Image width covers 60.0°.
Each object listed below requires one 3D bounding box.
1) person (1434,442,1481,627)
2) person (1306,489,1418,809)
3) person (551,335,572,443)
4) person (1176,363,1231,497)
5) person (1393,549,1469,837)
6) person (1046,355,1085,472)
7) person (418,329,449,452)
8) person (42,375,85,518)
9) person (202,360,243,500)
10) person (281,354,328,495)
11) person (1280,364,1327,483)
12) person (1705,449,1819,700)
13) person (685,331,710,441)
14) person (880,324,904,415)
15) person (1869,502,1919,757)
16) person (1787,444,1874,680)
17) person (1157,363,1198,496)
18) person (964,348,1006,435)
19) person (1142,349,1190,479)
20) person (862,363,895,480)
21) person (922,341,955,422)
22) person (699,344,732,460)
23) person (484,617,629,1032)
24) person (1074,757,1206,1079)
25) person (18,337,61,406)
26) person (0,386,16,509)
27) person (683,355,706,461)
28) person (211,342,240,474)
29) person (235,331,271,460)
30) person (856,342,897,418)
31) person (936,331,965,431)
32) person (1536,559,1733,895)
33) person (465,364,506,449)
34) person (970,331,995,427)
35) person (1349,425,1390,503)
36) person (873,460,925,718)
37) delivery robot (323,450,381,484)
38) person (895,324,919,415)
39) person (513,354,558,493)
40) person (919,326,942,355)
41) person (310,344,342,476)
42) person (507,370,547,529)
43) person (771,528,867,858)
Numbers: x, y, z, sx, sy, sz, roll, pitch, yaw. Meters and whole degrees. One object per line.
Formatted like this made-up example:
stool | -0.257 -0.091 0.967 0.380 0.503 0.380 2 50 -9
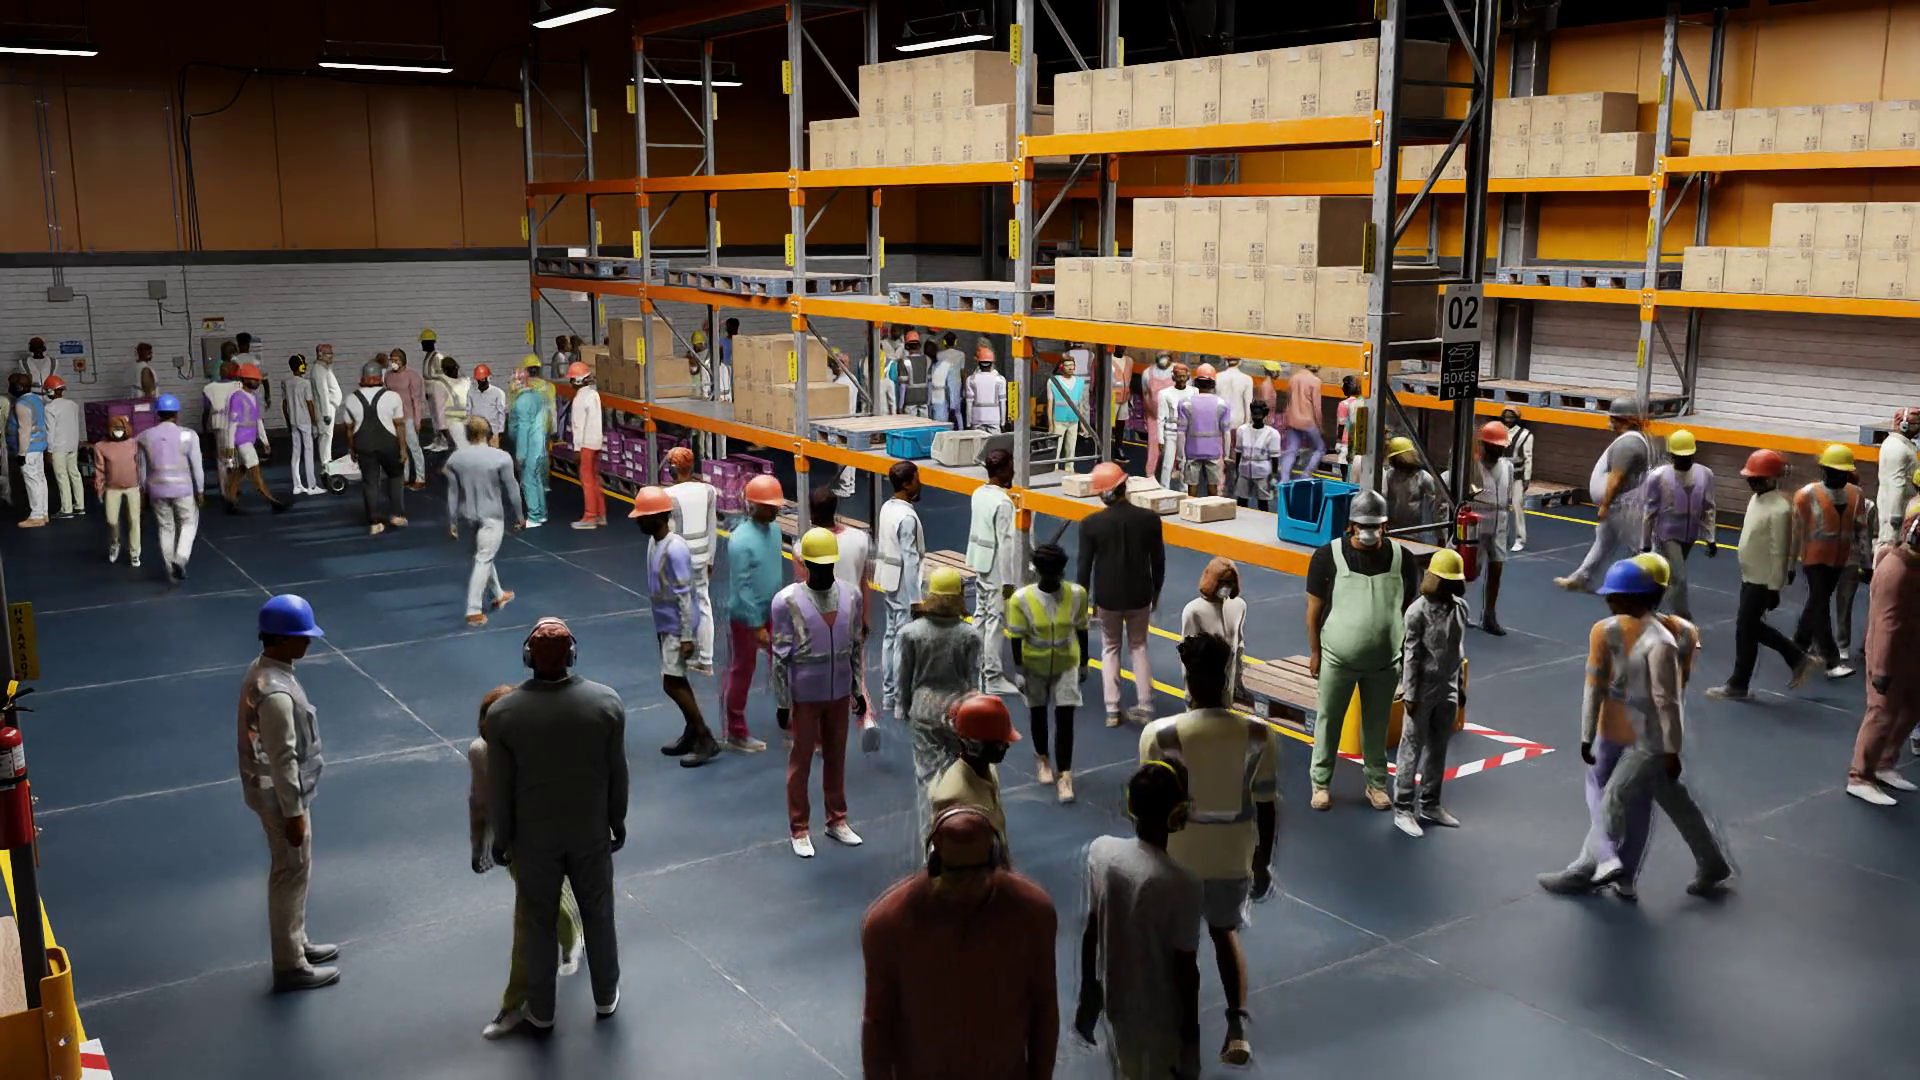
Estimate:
person | 4.475 -0.060 14.899 0.559 1.751 0.326 -7 13 -33
person | 2.507 0.685 10.346 0.682 2.000 0.536 0 11 2
person | -6.283 -2.320 26.273 0.364 1.835 0.504 -4 12 -21
person | 2.748 -0.977 18.844 0.615 2.041 0.386 1 11 4
person | 2.864 0.904 9.995 0.489 1.741 0.321 -6 13 -30
person | 1.414 -1.572 22.392 0.563 1.847 0.389 -6 12 -27
person | -8.291 -2.353 26.183 0.380 1.928 0.586 -7 13 -33
person | -11.070 -1.148 20.465 0.337 1.749 0.574 2 11 8
person | -9.593 -1.436 21.779 0.670 1.812 0.461 -2 11 -12
person | -8.757 -1.533 22.133 0.520 1.874 0.327 4 12 20
person | 4.541 -1.533 21.897 0.632 1.953 0.677 -5 12 -24
person | 6.164 0.275 12.635 0.718 1.966 0.632 2 11 10
person | -4.266 -2.511 27.263 0.588 1.823 0.403 3 11 16
person | -1.194 -2.962 29.686 0.583 1.784 1.017 -3 12 -16
person | 6.539 0.609 11.440 0.526 1.769 0.330 7 13 33
person | 7.029 0.177 13.366 0.592 1.883 0.958 -2 11 -12
person | 2.743 -1.283 20.861 0.581 1.877 0.371 -2 11 -12
person | 0.333 -1.606 22.361 0.572 1.929 0.398 -1 11 -4
person | 2.858 -1.813 23.133 0.679 2.000 1.015 2 11 12
person | -1.151 -1.714 23.355 0.536 1.752 0.377 8 13 35
person | -0.373 -2.013 24.650 0.628 1.866 1.017 5 12 24
person | -3.486 -1.893 23.944 0.353 1.883 0.578 8 14 36
person | -1.831 1.290 7.596 0.638 1.909 0.408 -5 12 -24
person | 0.605 1.667 5.805 0.512 1.849 0.544 -11 15 -43
person | -13.809 -2.103 25.023 0.573 1.883 0.356 -7 13 -33
person | -12.249 -1.231 21.013 0.605 1.694 0.872 -9 14 -38
person | -4.063 -2.019 25.320 0.511 1.613 0.735 -3 12 -17
person | -10.600 -1.916 24.078 0.558 1.894 0.802 0 11 -1
person | -10.775 -2.177 25.201 0.612 1.963 0.379 -3 11 -15
person | -1.278 -2.102 25.123 0.619 1.845 0.430 2 11 12
person | -0.158 -2.410 26.669 0.507 1.861 0.328 -4 12 -18
person | 3.763 1.028 9.024 1.062 1.887 0.620 1 11 5
person | -6.321 -1.473 22.132 0.561 1.750 0.327 2 11 10
person | 0.401 -2.879 28.979 0.400 1.899 0.705 2 11 8
person | 3.691 -0.150 15.156 0.382 1.835 0.564 0 11 0
person | -0.427 0.364 12.305 0.392 1.919 0.591 -4 12 -20
delivery robot | -8.181 -0.969 22.382 0.707 0.478 0.477 -6 13 -28
person | -0.977 -3.037 29.889 0.584 1.863 0.760 -9 14 -37
person | -5.617 -1.505 21.975 0.585 1.886 0.863 -1 11 -7
person | -0.587 -3.042 29.857 0.391 1.884 0.640 -5 12 -26
person | -8.948 -1.821 23.532 0.401 1.904 0.641 -4 12 -20
person | -5.170 -1.080 19.815 0.401 1.887 0.782 0 11 1
person | -0.806 0.872 9.681 0.593 1.926 0.366 -7 13 -33
